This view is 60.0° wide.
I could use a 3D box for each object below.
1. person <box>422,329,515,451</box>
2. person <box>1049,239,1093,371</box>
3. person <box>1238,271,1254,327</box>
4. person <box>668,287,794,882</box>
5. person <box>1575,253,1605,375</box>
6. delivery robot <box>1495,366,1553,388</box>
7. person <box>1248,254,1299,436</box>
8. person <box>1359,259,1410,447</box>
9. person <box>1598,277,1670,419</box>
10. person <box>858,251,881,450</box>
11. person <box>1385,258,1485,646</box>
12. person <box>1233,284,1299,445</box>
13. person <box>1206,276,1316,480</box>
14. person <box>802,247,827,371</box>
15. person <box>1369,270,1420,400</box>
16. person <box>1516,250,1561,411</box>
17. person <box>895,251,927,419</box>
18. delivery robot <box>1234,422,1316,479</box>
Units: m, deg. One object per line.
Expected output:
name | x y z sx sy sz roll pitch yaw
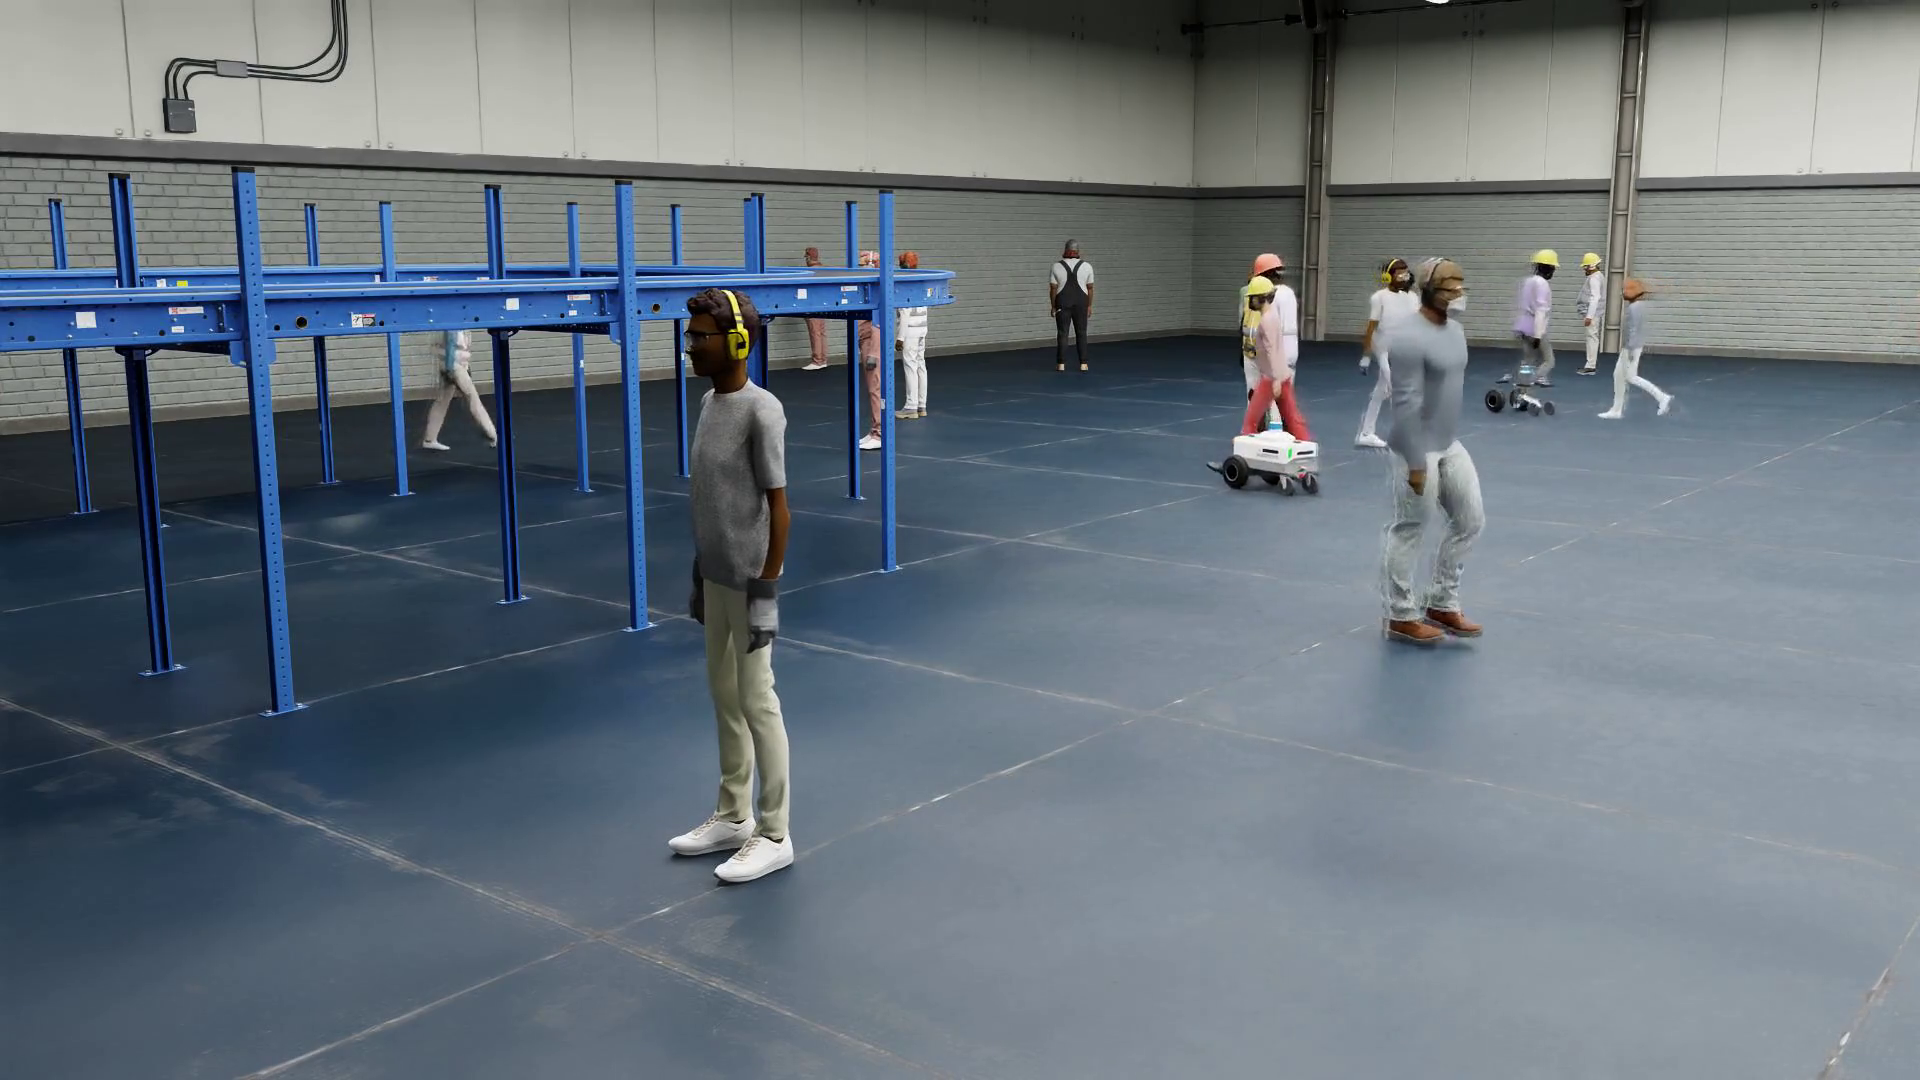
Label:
person | -4.784 -1.645 15.960 0.870 1.580 0.532 -4 11 -19
person | 1.727 -3.649 25.937 0.683 2.000 0.536 0 10 1
person | 4.468 -3.309 25.179 0.517 1.587 0.845 2 10 10
person | -0.731 0.138 5.306 0.324 1.871 0.526 -7 12 -35
person | 9.513 -3.412 25.105 0.404 1.824 0.586 5 11 24
delivery robot | 6.642 -1.935 19.576 0.335 0.223 0.698 -6 12 -29
person | 2.842 -1.641 15.121 0.623 1.882 0.600 9 13 40
person | 4.231 -1.783 16.065 0.688 1.821 0.876 -9 13 -40
person | 7.669 -2.163 18.816 0.676 1.604 0.504 3 11 17
person | -0.867 -1.840 16.161 0.407 1.910 0.639 -1 10 -5
person | 2.388 -0.415 8.217 0.590 1.923 0.666 9 14 42
person | 2.961 -1.812 16.187 0.429 1.845 0.620 -9 14 -41
person | 2.599 -1.356 14.041 0.907 1.714 0.551 4 11 19
person | -2.292 -3.608 25.971 0.399 1.905 0.643 3 11 17
person | 5.713 -2.632 21.281 0.889 1.659 0.534 -1 10 -5
person | 6.880 -2.489 19.780 0.492 1.901 0.578 -1 10 -4
person | -0.559 -2.343 19.011 0.356 1.886 0.574 5 11 25
delivery robot | 2.566 -0.718 13.554 0.477 0.478 0.707 -7 12 -33
